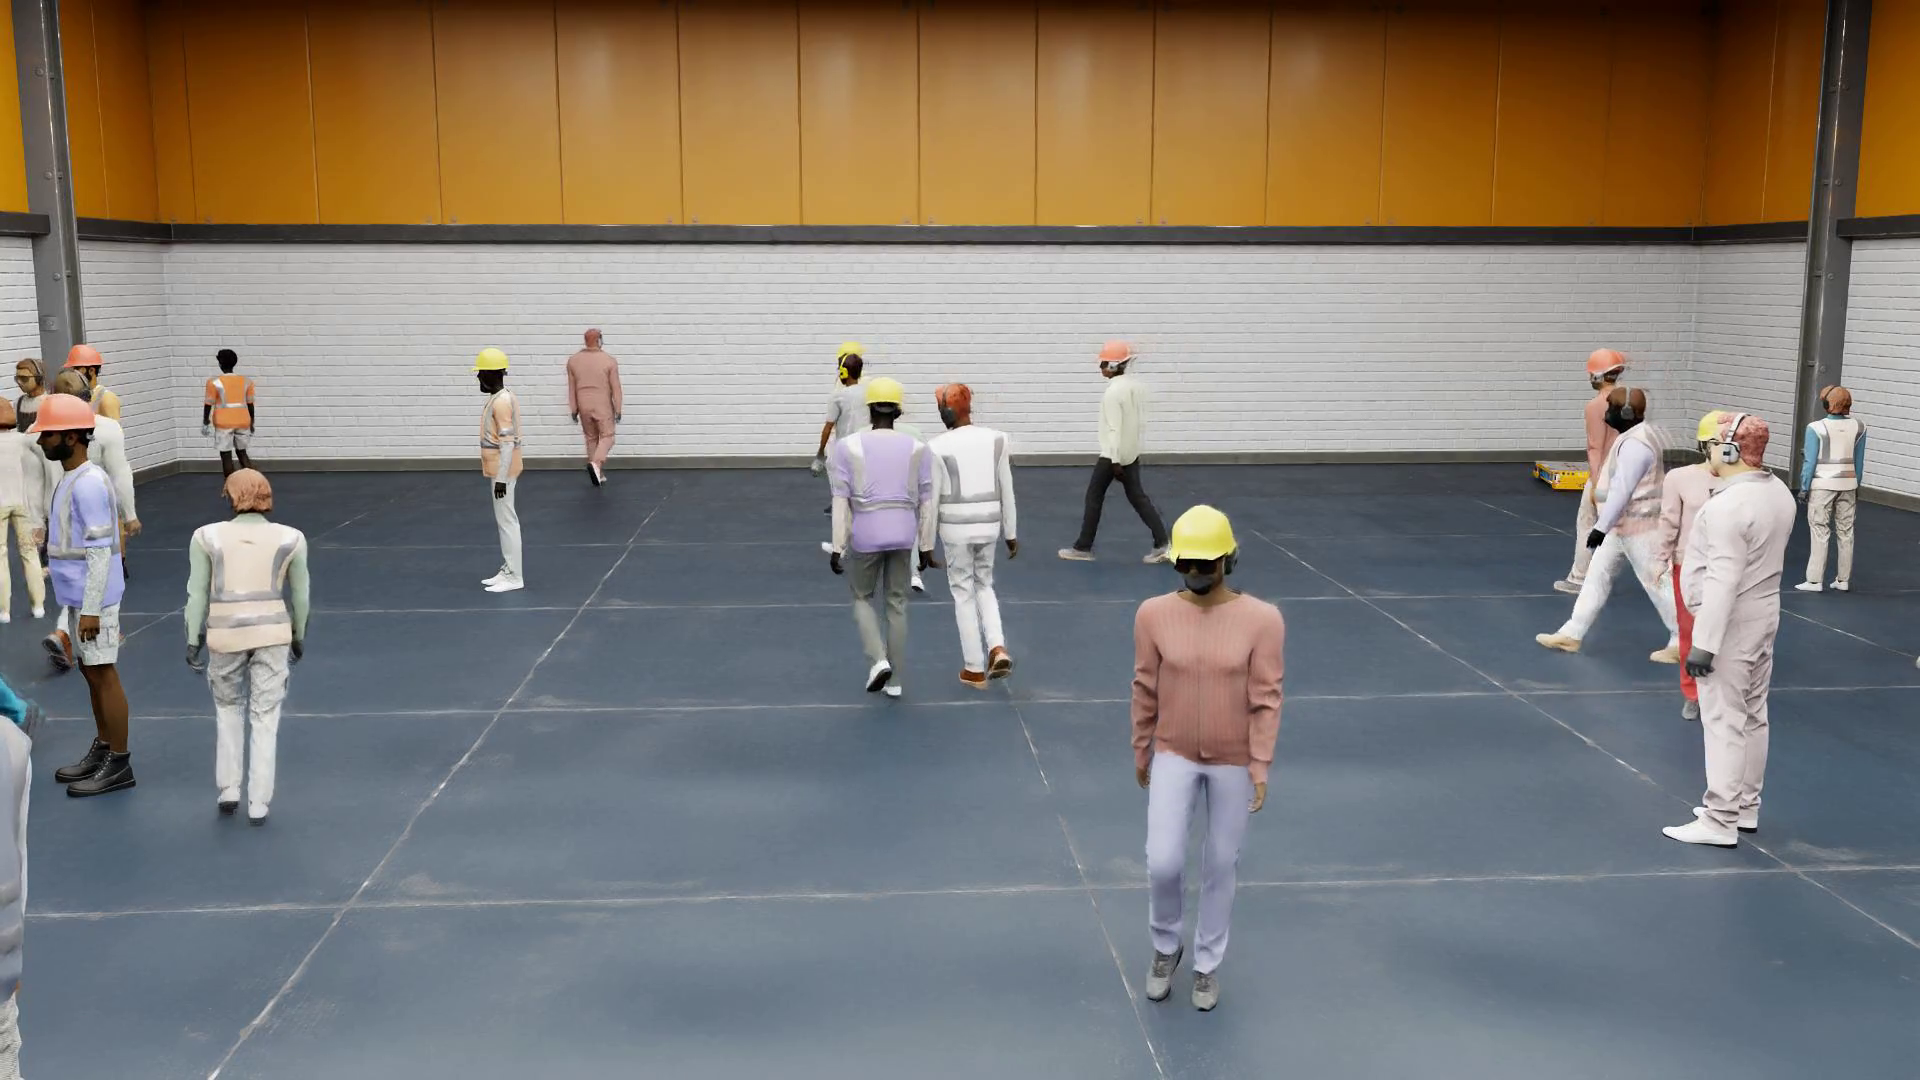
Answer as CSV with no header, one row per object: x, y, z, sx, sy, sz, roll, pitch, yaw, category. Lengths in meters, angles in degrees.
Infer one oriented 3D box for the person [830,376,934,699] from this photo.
-0.470,-0.007,9.827,0.651,1.901,0.490,-3,9,-17,person

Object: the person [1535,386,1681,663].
4.349,-0.097,10.795,0.999,1.793,0.621,3,9,15,person

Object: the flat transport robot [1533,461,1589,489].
7.285,-0.777,19.774,0.652,0.197,1.431,1,9,9,flat transport robot

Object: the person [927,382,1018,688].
0.051,-0.023,10.047,0.616,1.865,0.416,-4,10,-25,person

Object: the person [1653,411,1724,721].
4.168,0.154,9.297,0.530,1.754,0.372,5,10,28,person

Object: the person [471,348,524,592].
-3.653,-0.552,13.177,0.366,1.926,0.594,-3,10,-18,person

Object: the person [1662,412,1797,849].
3.368,0.392,7.315,0.637,1.911,0.403,-9,12,-43,person

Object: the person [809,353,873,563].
-1.001,-0.690,14.367,0.537,1.831,0.942,-9,13,-43,person

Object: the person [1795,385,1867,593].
6.849,-0.393,13.079,0.512,1.642,0.312,-1,9,-7,person

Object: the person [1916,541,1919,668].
6.198,-0.101,10.078,0.620,2.012,0.801,-2,9,-12,person

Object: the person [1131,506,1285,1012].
0.825,0.746,5.609,0.522,1.747,0.416,2,9,14,person

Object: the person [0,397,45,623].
-6.885,-0.220,12.017,0.271,1.631,0.509,9,13,44,person

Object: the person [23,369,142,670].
-5.685,-0.140,10.680,0.631,1.912,0.867,1,9,7,person

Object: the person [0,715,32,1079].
-2.318,1.003,3.711,0.403,1.834,0.589,1,9,4,person

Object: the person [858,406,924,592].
-0.539,-0.355,12.929,0.529,1.609,0.363,-1,9,-5,person

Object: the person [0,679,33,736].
-5.060,0.289,8.254,0.575,1.823,0.815,2,9,9,person

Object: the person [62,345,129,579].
-7.065,-0.619,13.564,0.542,1.939,0.361,6,11,32,person

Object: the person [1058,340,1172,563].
1.410,-0.758,14.436,1.028,1.950,0.614,5,10,30,person

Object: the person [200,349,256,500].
-8.105,-1.277,18.468,0.376,1.690,0.552,7,12,38,person

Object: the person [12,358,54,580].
-7.514,-0.583,13.670,0.539,1.827,0.453,2,9,15,person

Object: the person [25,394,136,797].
-4.238,0.263,8.031,0.362,1.938,0.545,-7,11,-35,person

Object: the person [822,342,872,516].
-1.192,-1.122,17.090,0.610,1.815,0.620,-7,12,-38,person

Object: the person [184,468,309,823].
-3.272,0.476,7.668,0.533,1.611,0.519,-4,10,-23,person

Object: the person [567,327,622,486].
-4.339,-1.579,19.763,0.666,1.886,0.768,2,9,12,person

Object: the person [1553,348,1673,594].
5.114,-0.494,12.774,0.635,1.953,0.980,-6,11,-32,person
